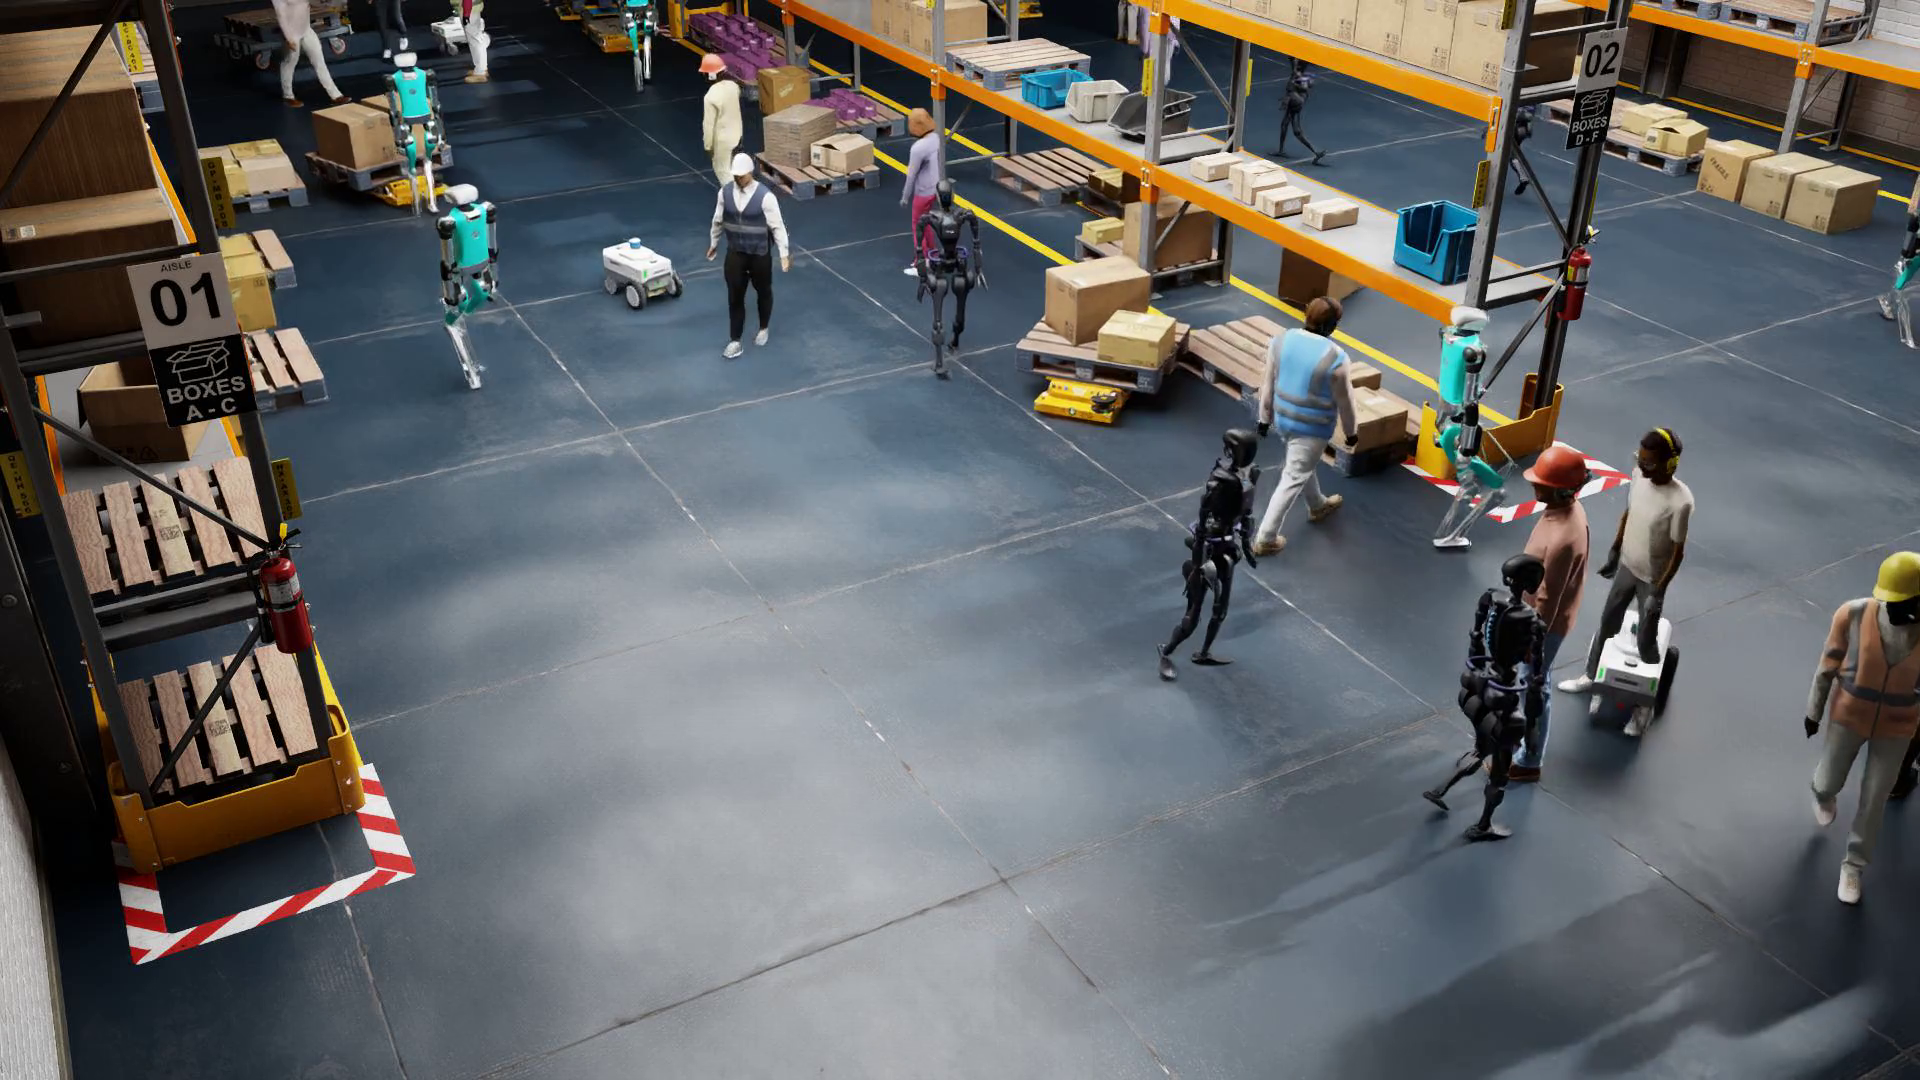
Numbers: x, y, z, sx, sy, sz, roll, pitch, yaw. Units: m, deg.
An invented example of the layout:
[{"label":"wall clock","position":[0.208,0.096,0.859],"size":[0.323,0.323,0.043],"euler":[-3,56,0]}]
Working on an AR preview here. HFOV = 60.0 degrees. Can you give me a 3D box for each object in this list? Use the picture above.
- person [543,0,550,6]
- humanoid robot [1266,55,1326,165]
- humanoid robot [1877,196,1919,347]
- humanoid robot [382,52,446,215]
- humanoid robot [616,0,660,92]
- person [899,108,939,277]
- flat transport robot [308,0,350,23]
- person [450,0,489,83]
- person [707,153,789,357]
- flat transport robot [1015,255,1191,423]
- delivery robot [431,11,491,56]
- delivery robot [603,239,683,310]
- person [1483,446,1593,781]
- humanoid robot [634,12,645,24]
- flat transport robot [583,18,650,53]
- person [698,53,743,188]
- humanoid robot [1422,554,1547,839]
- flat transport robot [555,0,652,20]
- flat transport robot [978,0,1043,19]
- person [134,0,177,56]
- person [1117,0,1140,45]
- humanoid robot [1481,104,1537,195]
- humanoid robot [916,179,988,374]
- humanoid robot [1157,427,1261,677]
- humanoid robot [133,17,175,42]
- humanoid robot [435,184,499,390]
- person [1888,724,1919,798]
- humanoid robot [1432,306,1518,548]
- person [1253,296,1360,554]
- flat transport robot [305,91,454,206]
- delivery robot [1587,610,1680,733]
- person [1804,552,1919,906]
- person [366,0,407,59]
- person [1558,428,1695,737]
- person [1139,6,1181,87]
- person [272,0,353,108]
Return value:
[{"label":"person","position":[-6.285,-9.236,26.043],"size":[0.645,1.719,0.578],"euler":[-25,38,-36]},{"label":"humanoid robot","position":[3.904,-5.120,18.951],"size":[0.708,1.651,0.610],"euler":[14,33,23]},{"label":"humanoid robot","position":[8.382,-2.636,14.580],"size":[0.533,1.789,1.017],"euler":[-1,30,-1]},{"label":"humanoid robot","position":[-5.637,-4.168,17.287],"size":[0.543,1.872,0.748],"euler":[-13,32,-21]},{"label":"humanoid robot","position":[-4.190,-6.772,21.715],"size":[0.547,1.743,0.959],"euler":[-5,30,-9]},{"label":"person","position":[-0.363,-3.295,15.778],"size":[0.333,1.621,0.517],"euler":[10,31,17]},{"label":"flat transport robot","position":[-9.769,-8.175,25.640],"size":[0.659,0.231,1.431],"euler":[-9,31,-15]},{"label":"person","position":[-6.534,-7.033,22.074],"size":[0.429,1.841,0.634],"euler":[-3,30,-5]},{"label":"person","position":[-1.830,-2.394,14.103],"size":[0.787,1.727,0.814],"euler":[5,30,9]},{"label":"flat transport robot","position":[1.165,-1.376,13.804],"size":[0.659,0.231,1.431],"euler":[12,32,19]},{"label":"delivery robot","position":[-7.125,-7.249,23.756],"size":[0.780,0.609,0.503],"euler":[-26,39,-37]},{"label":"delivery robot","position":[-2.985,-2.494,15.479],"size":[0.811,0.609,0.499],"euler":[26,39,38]},{"label":"person","position":[3.126,0.394,9.007],"size":[0.410,1.984,0.611],"euler":[9,31,15]},{"label":"humanoid robot","position":[-4.855,-8.568,24.878],"size":[0.530,1.781,0.872],"euler":[13,32,22]},{"label":"flat transport robot","position":[-5.025,-7.366,24.233],"size":[0.659,0.231,1.431],"euler":[-12,32,-20]},{"label":"person","position":[-2.471,-4.137,17.137],"size":[0.497,1.730,0.584],"euler":[11,32,18]},{"label":"humanoid robot","position":[2.733,0.826,8.565],"size":[0.487,1.650,0.600],"euler":[-10,31,-16]},{"label":"flat transport robot","position":[-5.526,-8.264,25.795],"size":[1.431,0.231,0.659],"euler":[-10,31,-17]},{"label":"flat transport robot","position":[0.745,-8.386,26.009],"size":[0.659,0.231,1.431],"euler":[-9,31,-15]},{"label":"person","position":[-10.453,-6.723,21.447],"size":[0.452,1.928,0.531],"euler":[18,34,28]},{"label":"person","position":[2.498,-8.113,23.902],"size":[0.373,1.894,0.584],"euler":[-14,33,-23]},{"label":"humanoid robot","position":[5.920,-4.442,17.738],"size":[0.590,1.646,0.465],"euler":[-10,31,-17]},{"label":"humanoid robot","position":[-0.059,-2.209,13.890],"size":[0.607,1.646,0.707],"euler":[-5,30,-9]},{"label":"humanoid robot","position":[1.485,0.057,9.903],"size":[0.455,1.647,0.611],"euler":[26,39,37]},{"label":"humanoid robot","position":[-10.918,-7.088,22.341],"size":[0.599,1.641,0.449],"euler":[-18,35,-29]},{"label":"humanoid robot","position":[-4.115,-2.071,13.555],"size":[0.869,1.789,0.564],"euler":[20,36,31]},{"label":"person","position":[5.311,0.620,8.650],"size":[0.390,1.951,0.606],"euler":[-23,37,-34]},{"label":"humanoid robot","position":[3.485,-0.702,11.183],"size":[0.667,1.821,0.558],"euler":[-4,30,-6]},{"label":"person","position":[2.366,-0.798,11.285],"size":[0.999,1.783,0.639],"euler":[-21,36,-31]},{"label":"flat transport robot","position":[-6.357,-3.986,18.348],"size":[1.431,0.231,0.659],"euler":[22,37,34]},{"label":"delivery robot","position":[3.981,0.725,9.853],"size":[0.499,0.587,0.789],"euler":[14,33,23]},{"label":"person","position":[4.549,0.859,8.278],"size":[0.610,1.902,0.645],"euler":[15,33,24]},{"label":"person","position":[-8.020,-7.682,23.208],"size":[0.525,1.836,0.464],"euler":[-5,30,-9]},{"label":"person","position":[3.875,0.210,9.465],"size":[0.368,1.857,0.642],"euler":[-10,31,-16]},{"label":"person","position":[2.481,-6.053,20.317],"size":[0.441,1.889,0.671],"euler":[21,36,32]},{"label":"person","position":[-8.253,-6.334,20.821],"size":[1.024,1.878,0.650],"euler":[12,32,20]}]
